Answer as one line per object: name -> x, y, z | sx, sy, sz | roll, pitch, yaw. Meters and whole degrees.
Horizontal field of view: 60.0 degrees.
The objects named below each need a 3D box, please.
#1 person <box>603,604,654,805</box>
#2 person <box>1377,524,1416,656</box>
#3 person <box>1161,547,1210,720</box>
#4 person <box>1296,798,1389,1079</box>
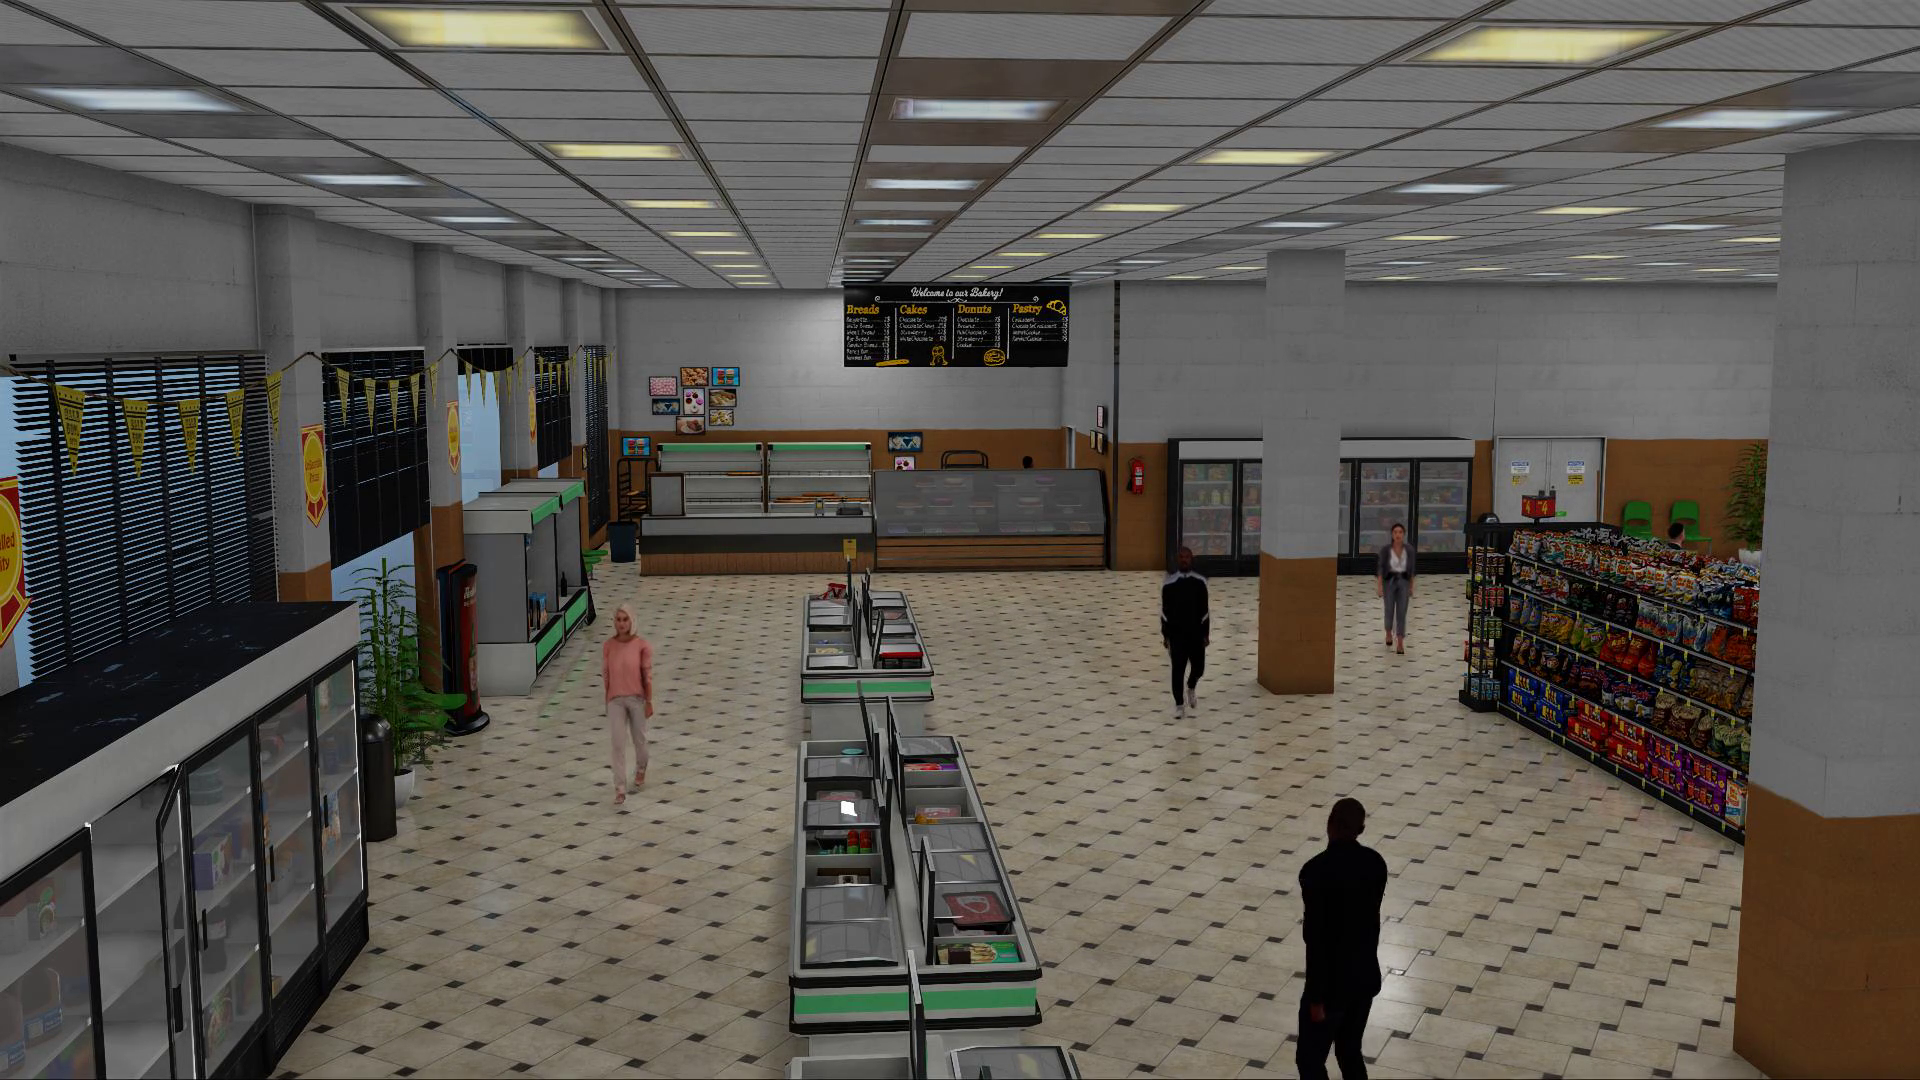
person -> -2.888, 1.417, 14.609 | 0.651, 1.683, 1.133 | 0, 7, 0
person -> 5.575, 0.634, 21.304 | 0.826, 1.630, 1.171 | 1, 7, 12
person -> 2.411, 0.965, 17.781 | 0.739, 1.819, 0.838 | 0, 7, 4
person -> 1.844, 2.170, 7.976 | 0.866, 1.779, 0.902 | 6, 9, 43
